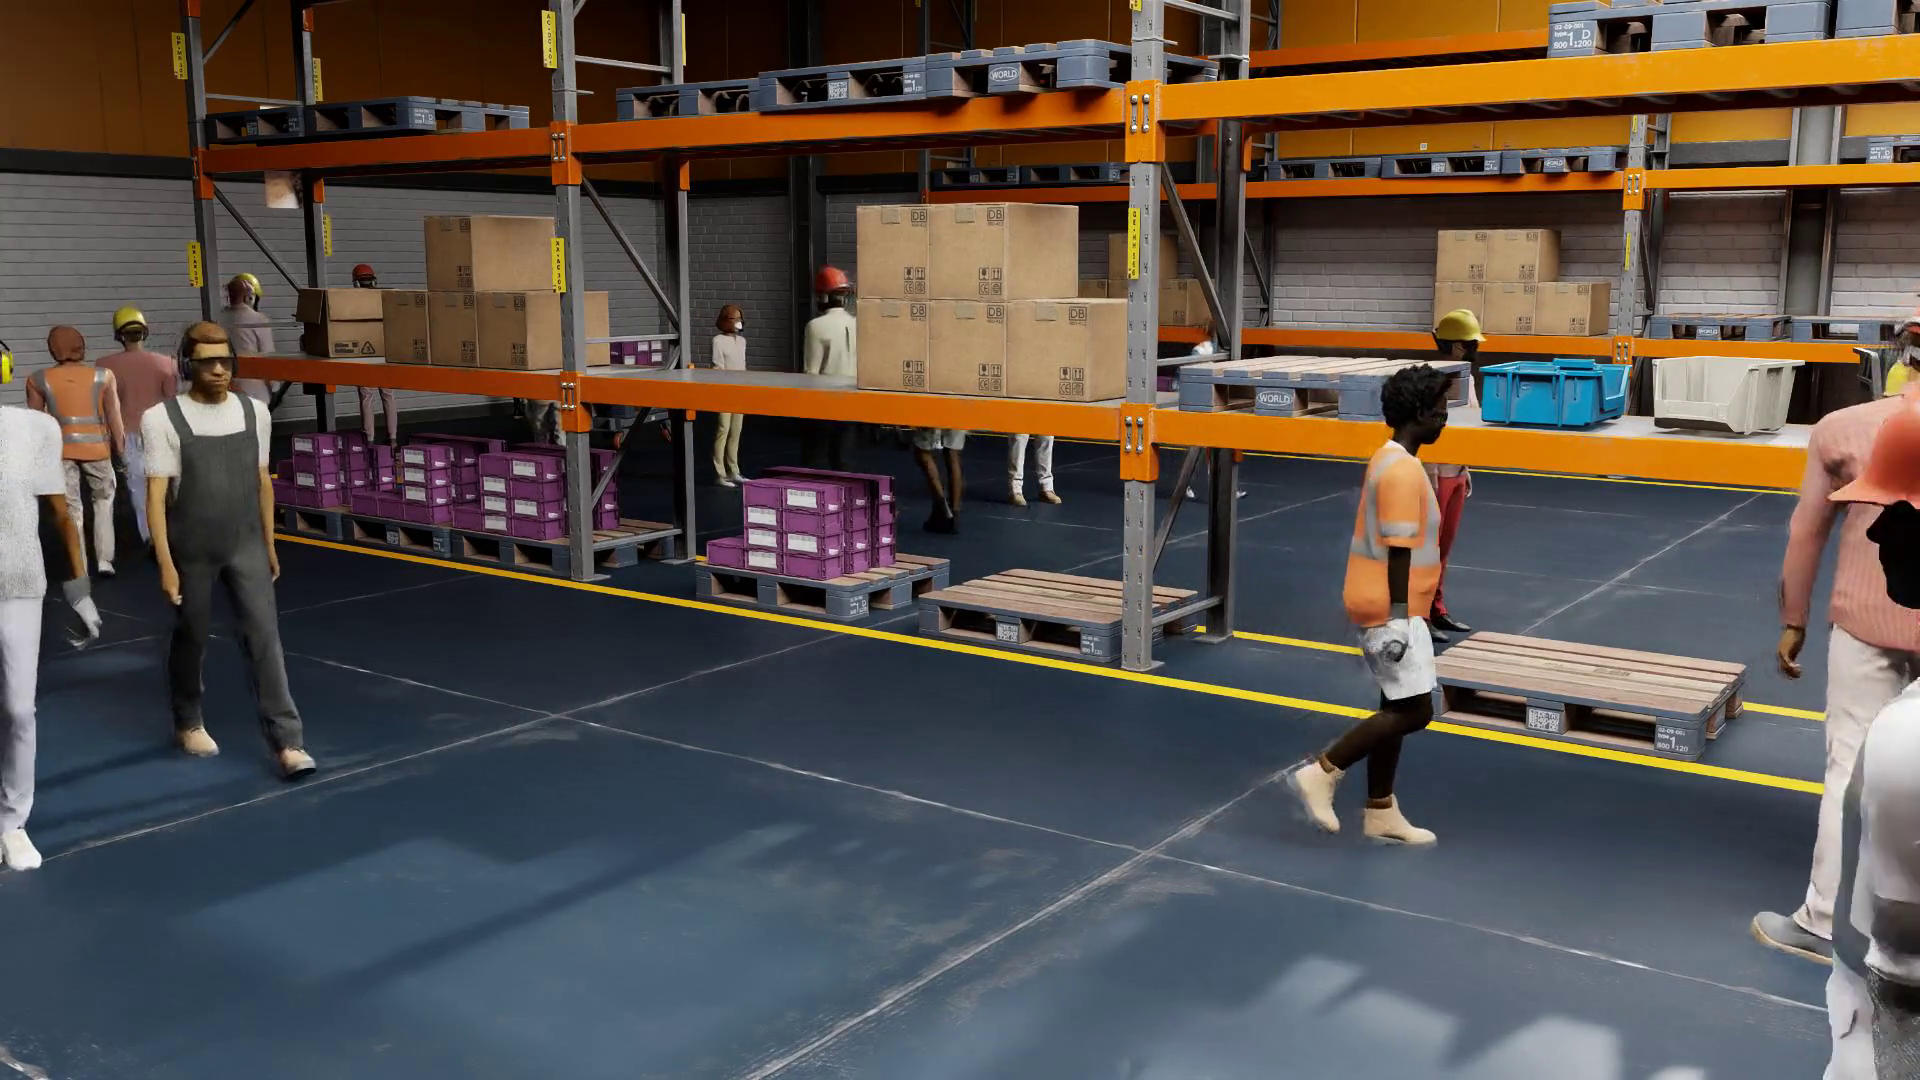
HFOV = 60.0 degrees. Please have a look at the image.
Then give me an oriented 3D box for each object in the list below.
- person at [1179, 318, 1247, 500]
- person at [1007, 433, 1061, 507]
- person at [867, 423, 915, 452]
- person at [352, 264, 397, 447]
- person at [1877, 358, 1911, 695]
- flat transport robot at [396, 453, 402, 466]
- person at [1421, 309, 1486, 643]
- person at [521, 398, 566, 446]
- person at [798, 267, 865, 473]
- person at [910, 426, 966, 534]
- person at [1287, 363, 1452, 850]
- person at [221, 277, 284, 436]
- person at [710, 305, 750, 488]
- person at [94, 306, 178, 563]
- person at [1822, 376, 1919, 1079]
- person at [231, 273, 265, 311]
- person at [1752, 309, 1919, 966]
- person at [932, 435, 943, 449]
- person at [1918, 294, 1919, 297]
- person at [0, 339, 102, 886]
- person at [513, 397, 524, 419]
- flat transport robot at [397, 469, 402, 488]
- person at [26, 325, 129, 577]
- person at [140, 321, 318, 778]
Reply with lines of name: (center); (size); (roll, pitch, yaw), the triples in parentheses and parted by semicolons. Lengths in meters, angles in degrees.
person: (2.082, -1.102, 13.936); (0.551, 1.590, 0.886); (-8, 12, -39)
person: (0.620, -1.200, 13.778); (0.633, 1.842, 0.429); (-4, 11, -25)
person: (-0.751, -1.921, 17.905); (0.556, 1.910, 0.857); (-7, 12, -35)
person: (-6.366, -1.973, 17.952); (0.393, 1.985, 0.611); (9, 13, 43)
person: (3.051, 0.255, 5.403); (0.311, 1.744, 0.486); (7, 12, 37)
flat transport robot: (-5.155, -0.639, 15.103); (0.652, 0.197, 1.431); (-3, 10, -18)
person: (2.623, -0.346, 8.917); (0.331, 1.767, 0.527); (8, 12, 39)
person: (-3.606, -1.225, 14.635); (0.536, 1.604, 0.793); (-3, 10, -15)
person: (-0.884, -0.939, 11.807); (0.486, 1.978, 0.647); (7, 12, 36)
person: (-0.133, -0.992, 12.364); (0.588, 1.898, 0.486); (-9, 13, -42)
person: (1.426, 0.236, 5.680); (0.437, 1.677, 0.549); (2, 10, 12)
person: (-6.239, -1.337, 14.476); (0.644, 1.884, 0.798); (5, 11, 25)
person: (-2.059, -1.294, 14.955); (0.266, 1.631, 0.507); (5, 11, 25)
person: (-5.555, -0.721, 11.289); (0.528, 1.725, 0.870); (-8, 12, -38)
person: (1.344, 0.728, 2.137); (0.546, 1.904, 0.930); (-5, 11, -28)
person: (-6.422, -1.423, 14.919); (0.434, 1.914, 0.591); (-6, 11, -32)
person: (2.745, 0.254, 4.827); (0.654, 1.964, 0.651); (4, 11, 25)
person: (-0.209, -1.937, 17.993); (0.401, 1.904, 0.654); (3, 10, 18)
person: (5.643, -0.601, 9.619); (0.613, 2.000, 0.686); (4, 10, 22)
person: (-3.114, 0.211, 5.378); (0.558, 1.842, 0.639); (-8, 13, -41)
person: (-5.566, -2.529, 21.317); (0.613, 1.963, 0.361); (2, 10, 14)
flat transport robot: (-4.569, -0.491, 14.222); (1.431, 0.197, 0.652); (-3, 10, -19)
person: (-5.505, -0.525, 10.390); (0.551, 1.620, 0.508); (-5, 11, -27)
person: (-2.926, 0.037, 6.568); (0.989, 1.790, 0.541); (9, 13, 44)
